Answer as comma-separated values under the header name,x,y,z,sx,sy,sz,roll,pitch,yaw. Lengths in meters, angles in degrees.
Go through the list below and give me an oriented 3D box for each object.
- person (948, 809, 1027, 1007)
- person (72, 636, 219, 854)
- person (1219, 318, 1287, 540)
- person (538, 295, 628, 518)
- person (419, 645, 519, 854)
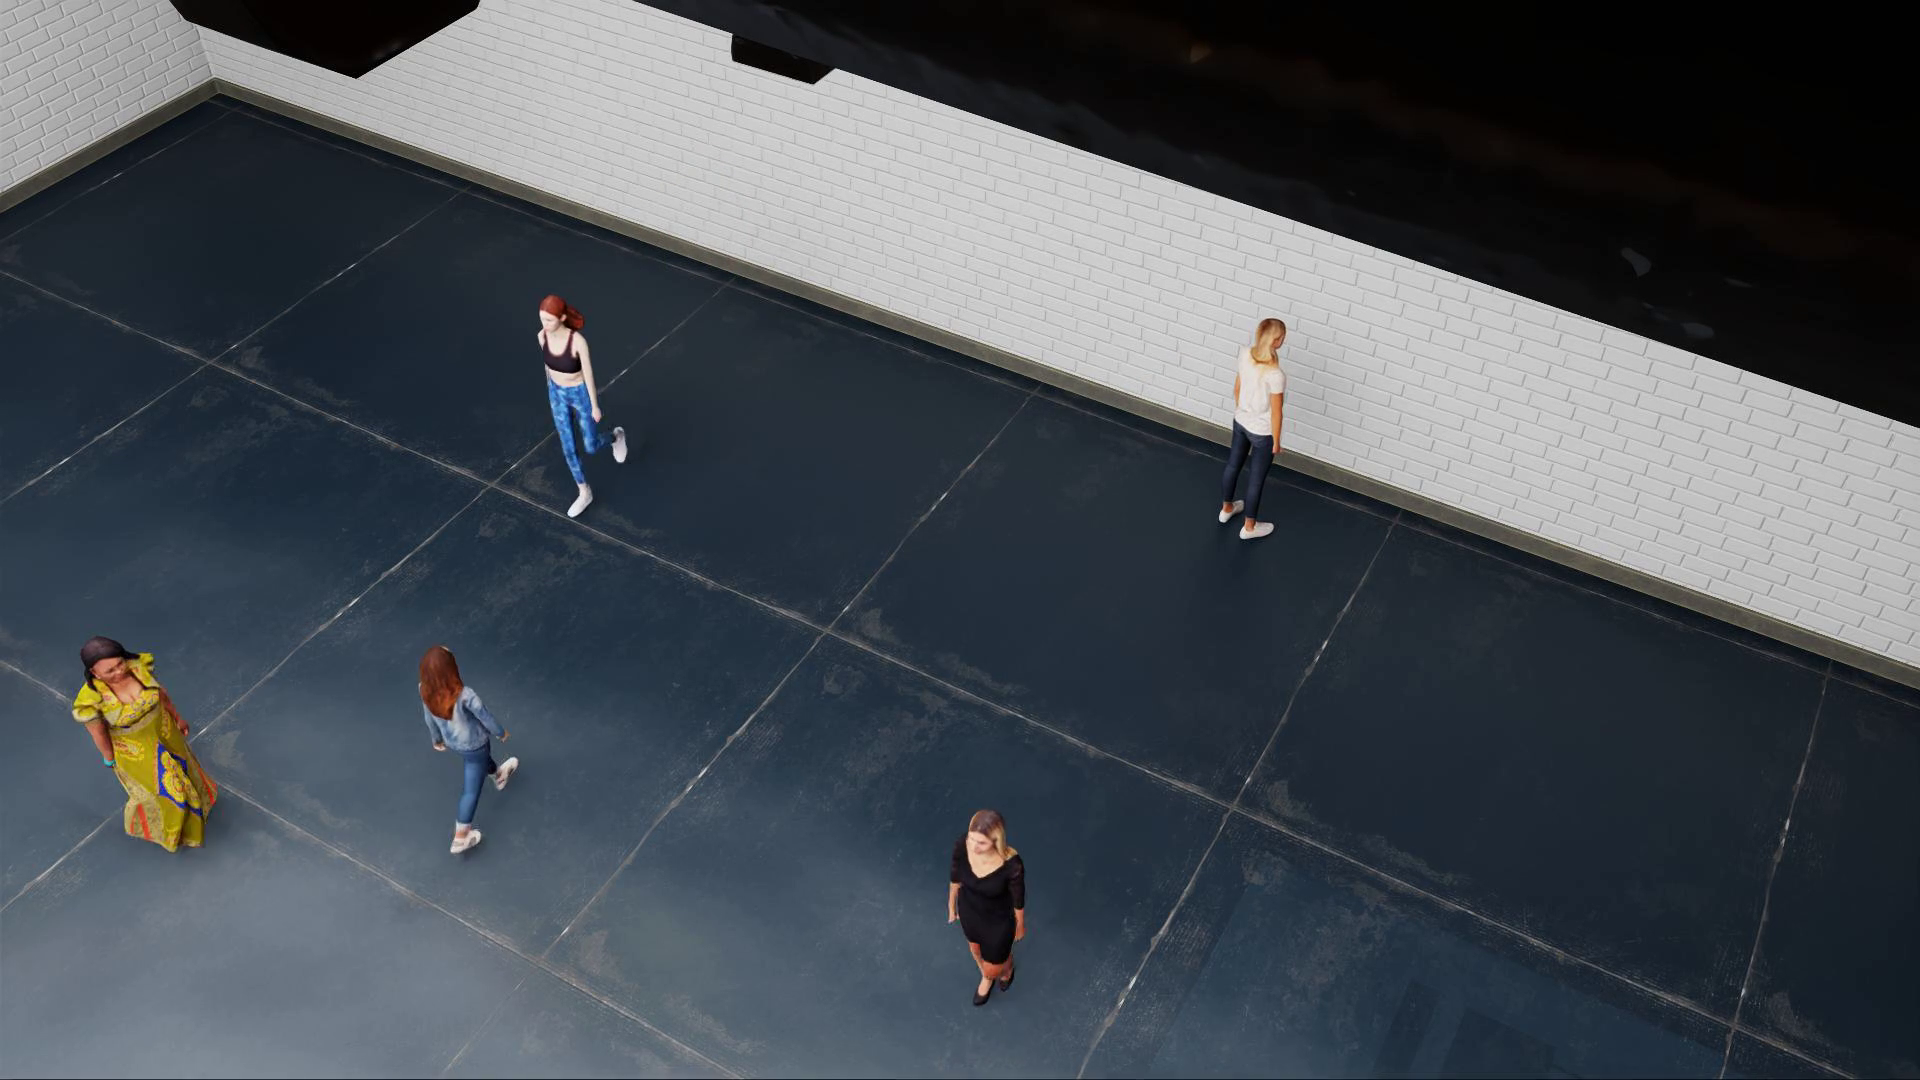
name,x,y,z,sx,sy,sz,roll,pitch,yaw
person,0.188,1.921,8.798,0.565,1.665,0.586,21,47,21
person,-4.799,1.126,9.652,0.850,1.648,0.798,15,46,15
person,2.038,-0.772,11.522,0.656,1.807,0.673,-24,49,-23
person,-2.687,-1.007,11.804,0.654,1.767,0.994,16,46,16
person,-2.915,1.216,9.693,0.620,1.451,1.010,17,46,17
